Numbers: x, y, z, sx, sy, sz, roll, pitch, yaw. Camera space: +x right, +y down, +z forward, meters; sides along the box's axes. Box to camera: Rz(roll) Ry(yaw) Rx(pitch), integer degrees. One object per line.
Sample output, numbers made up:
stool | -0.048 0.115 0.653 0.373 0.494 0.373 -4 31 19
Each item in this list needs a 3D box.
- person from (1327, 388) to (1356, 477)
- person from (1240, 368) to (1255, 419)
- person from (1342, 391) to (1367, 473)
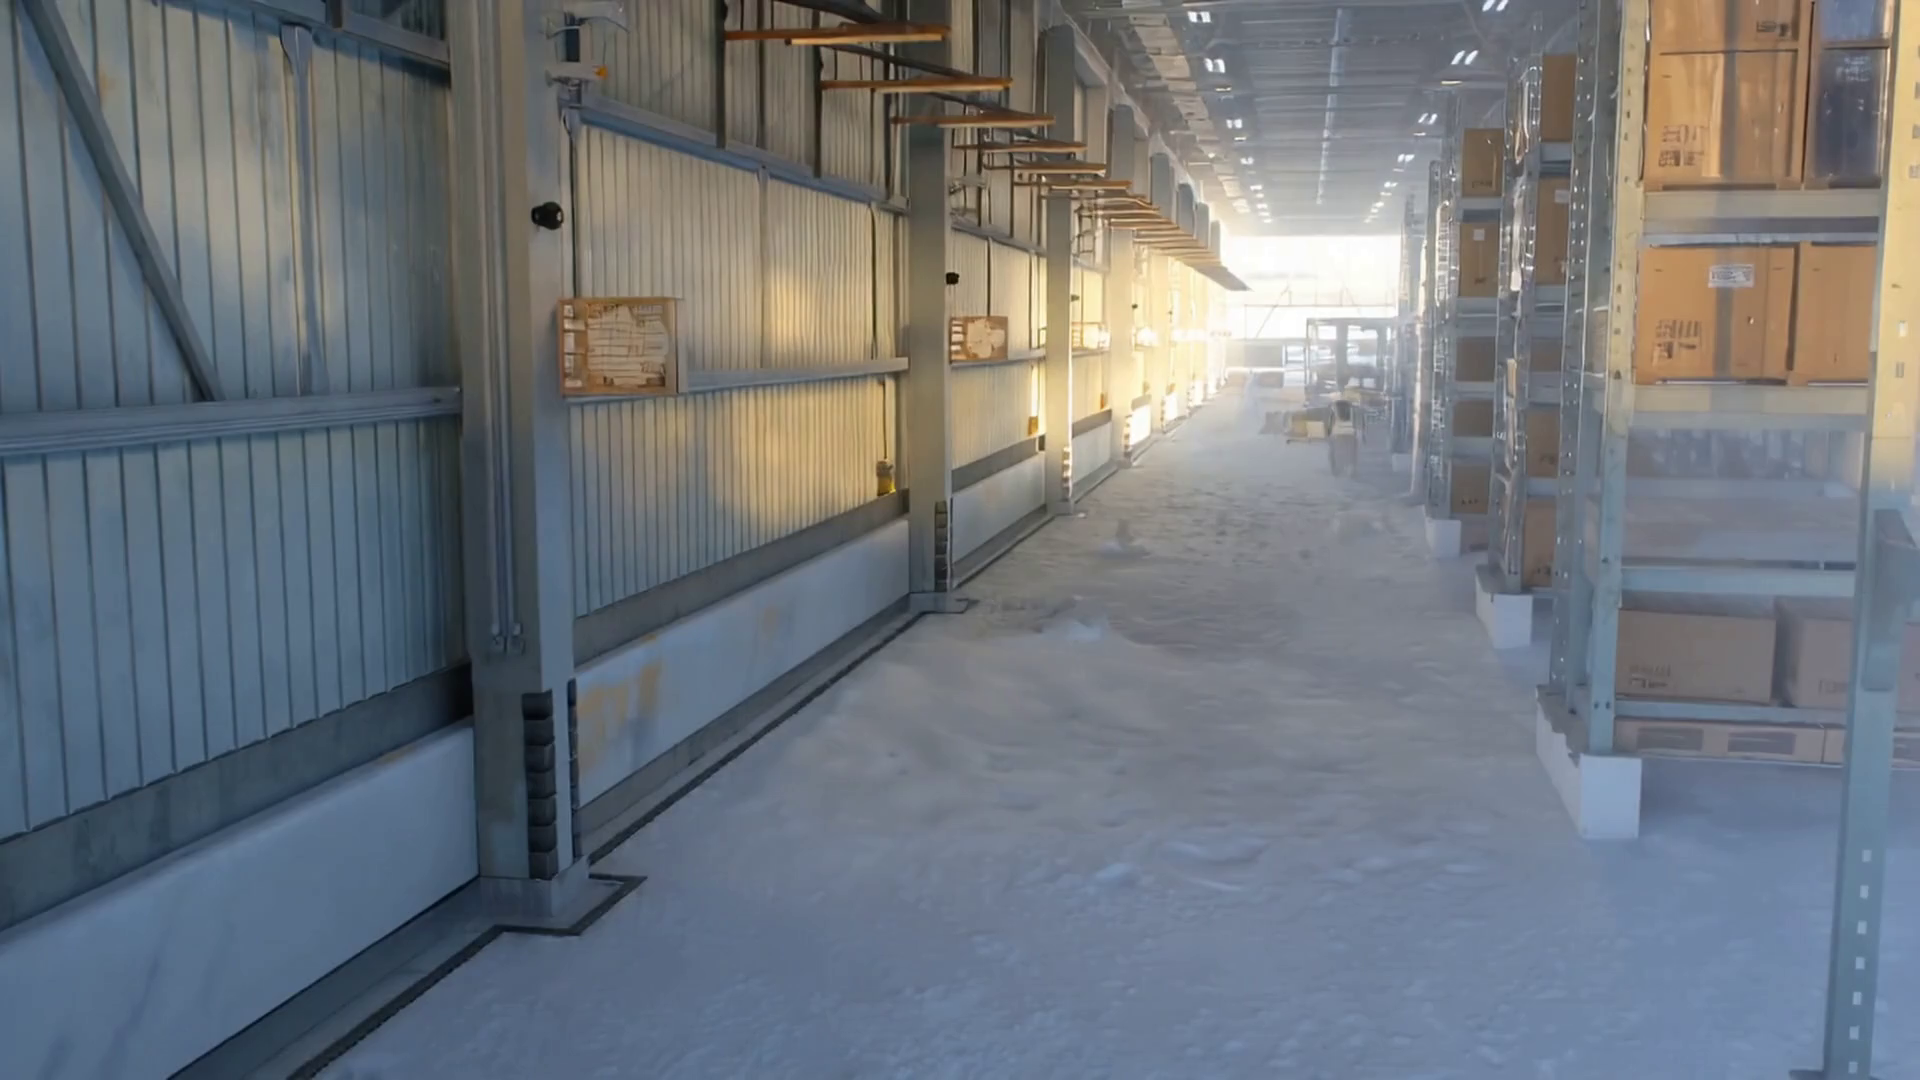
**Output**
person | 8.185 -2.319 35.794 0.594 1.905 0.890 0 7 -3
person | 10.289 -5.231 59.364 0.389 1.850 0.567 -4 8 -31
person | 8.643 -2.387 36.688 0.679 1.821 0.471 0 7 0
